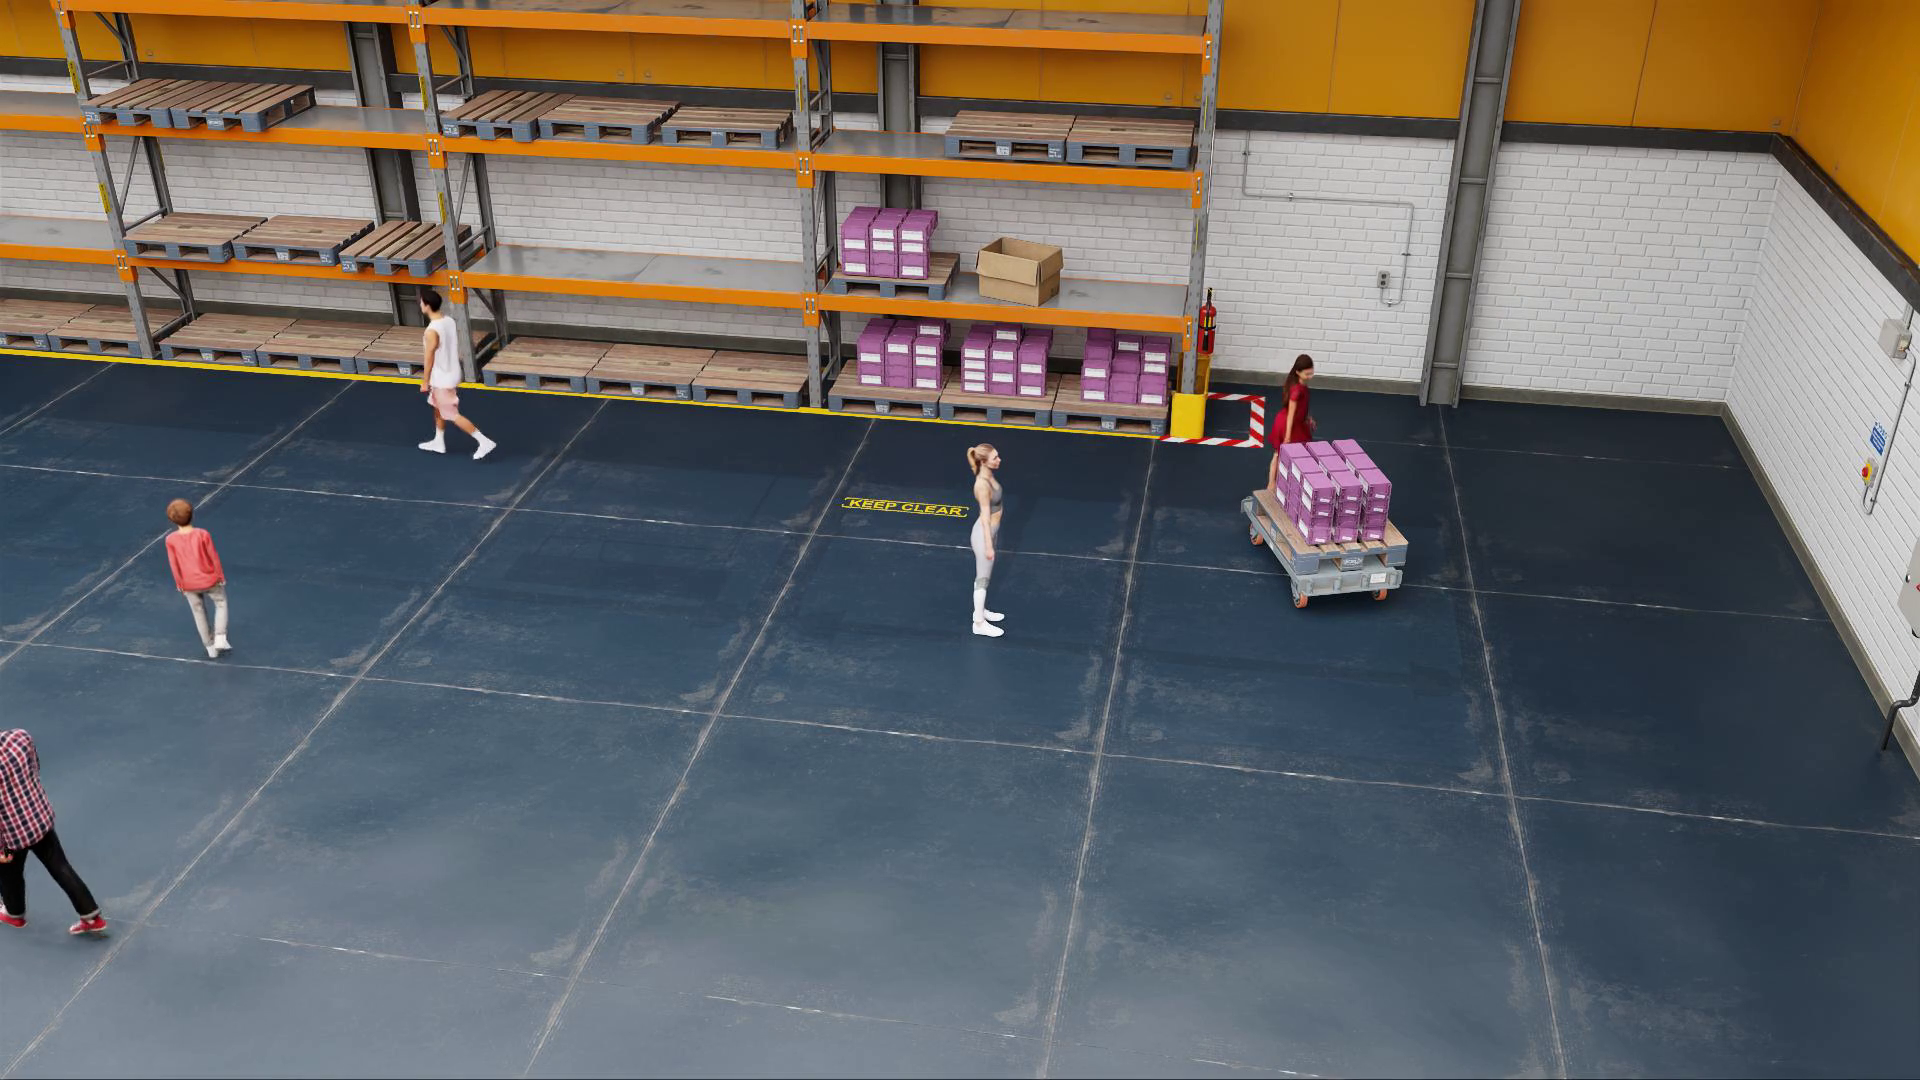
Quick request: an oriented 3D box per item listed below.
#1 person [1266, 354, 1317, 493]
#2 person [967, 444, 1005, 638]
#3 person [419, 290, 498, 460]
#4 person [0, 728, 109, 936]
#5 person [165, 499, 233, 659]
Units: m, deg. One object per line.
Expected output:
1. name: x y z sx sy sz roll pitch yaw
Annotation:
1. person: 3.081 -1.077 15.847 0.737 1.535 0.575 2 29 4
2. person: 0.209 -0.021 13.735 0.566 1.704 0.590 2 29 3
3. person: -5.068 -1.605 16.583 1.111 1.757 0.691 2 29 4
4. person: -5.807 1.784 10.388 1.173 1.739 0.868 10 30 18
5. person: -6.119 0.343 13.374 0.609 1.410 0.690 -7 29 -13
